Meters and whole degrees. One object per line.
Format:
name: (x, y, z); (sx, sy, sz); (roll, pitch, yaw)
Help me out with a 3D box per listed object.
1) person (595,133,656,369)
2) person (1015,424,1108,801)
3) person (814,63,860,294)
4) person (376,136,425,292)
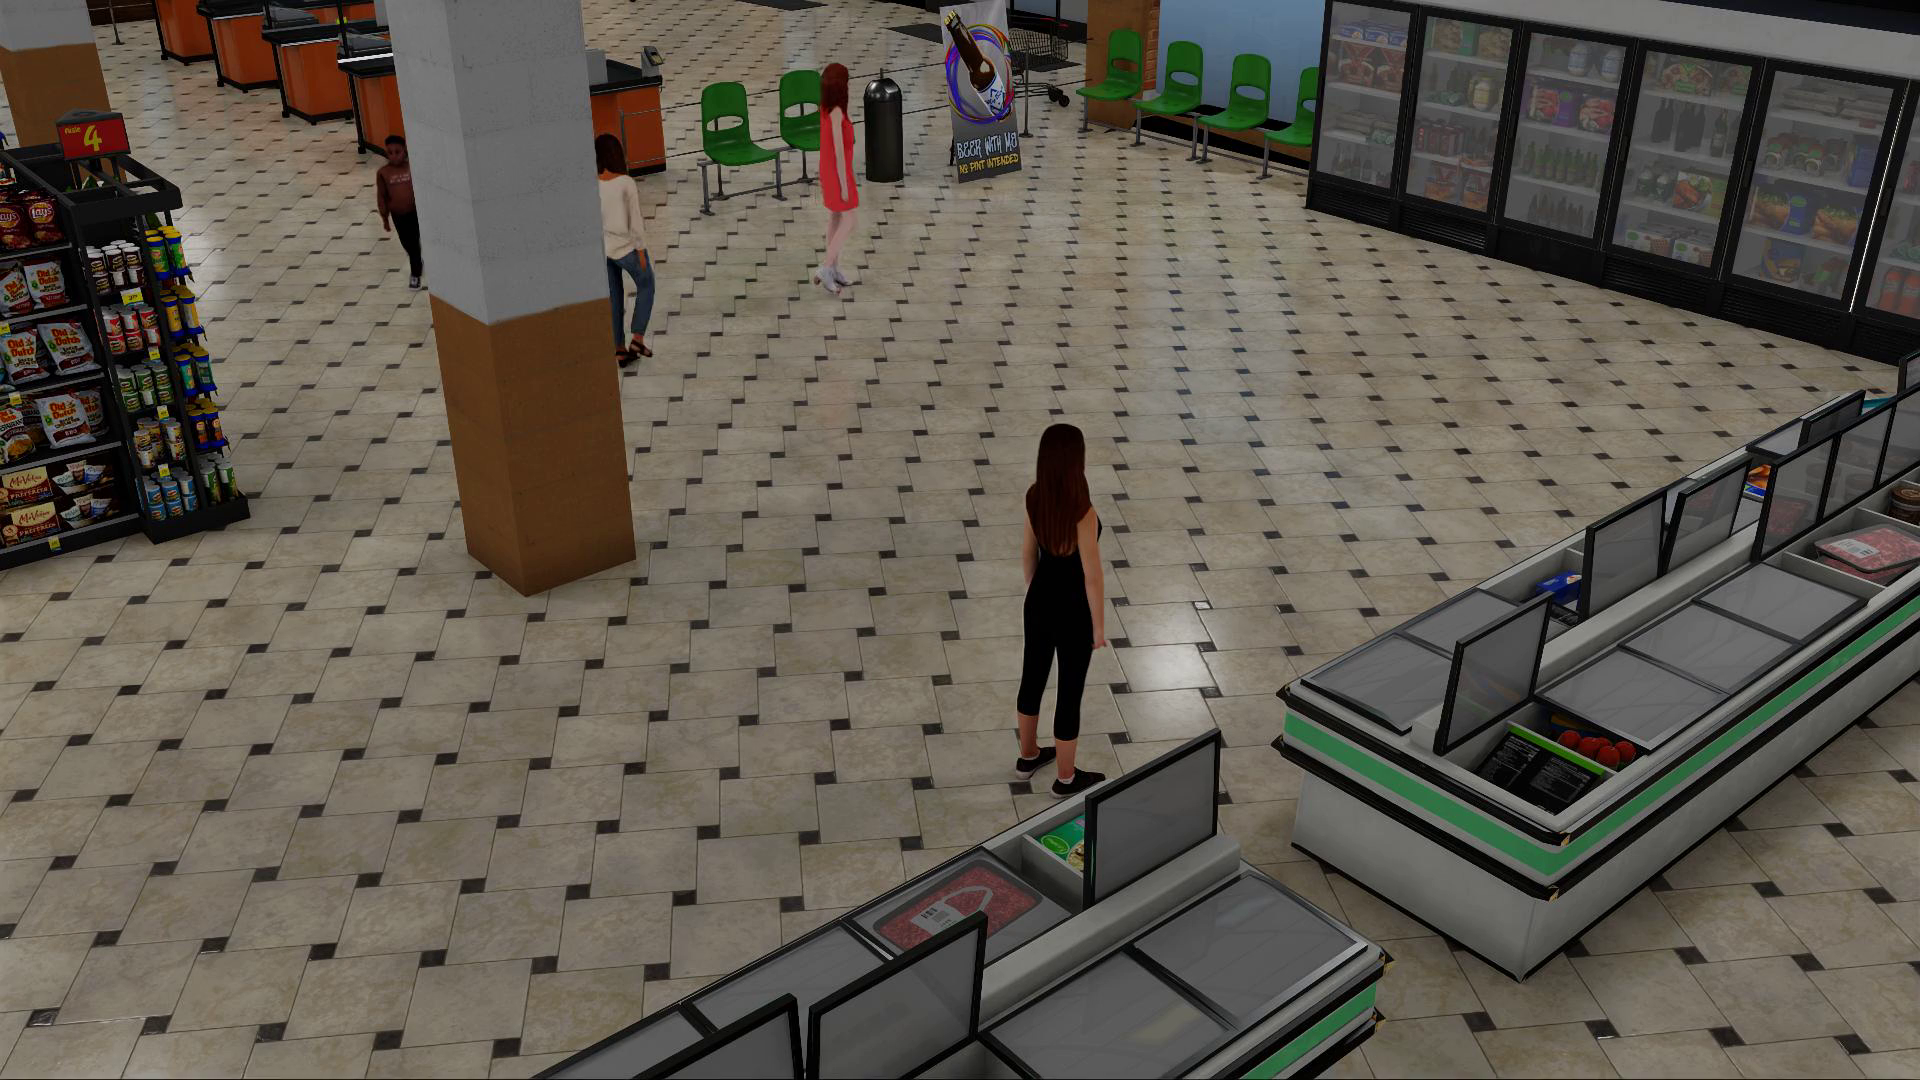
person: (-2.457, -2.012, 11.773); (0.748, 1.672, 0.763); (11, 29, 20)
person: (0.418, 0.306, 7.142); (0.502, 1.725, 0.576); (-22, 34, -37)
person: (-1.032, -2.873, 13.303); (0.755, 1.824, 0.752); (-8, 28, -16)
person: (-4.531, -2.702, 13.620); (0.920, 1.231, 0.871); (-4, 27, -8)
